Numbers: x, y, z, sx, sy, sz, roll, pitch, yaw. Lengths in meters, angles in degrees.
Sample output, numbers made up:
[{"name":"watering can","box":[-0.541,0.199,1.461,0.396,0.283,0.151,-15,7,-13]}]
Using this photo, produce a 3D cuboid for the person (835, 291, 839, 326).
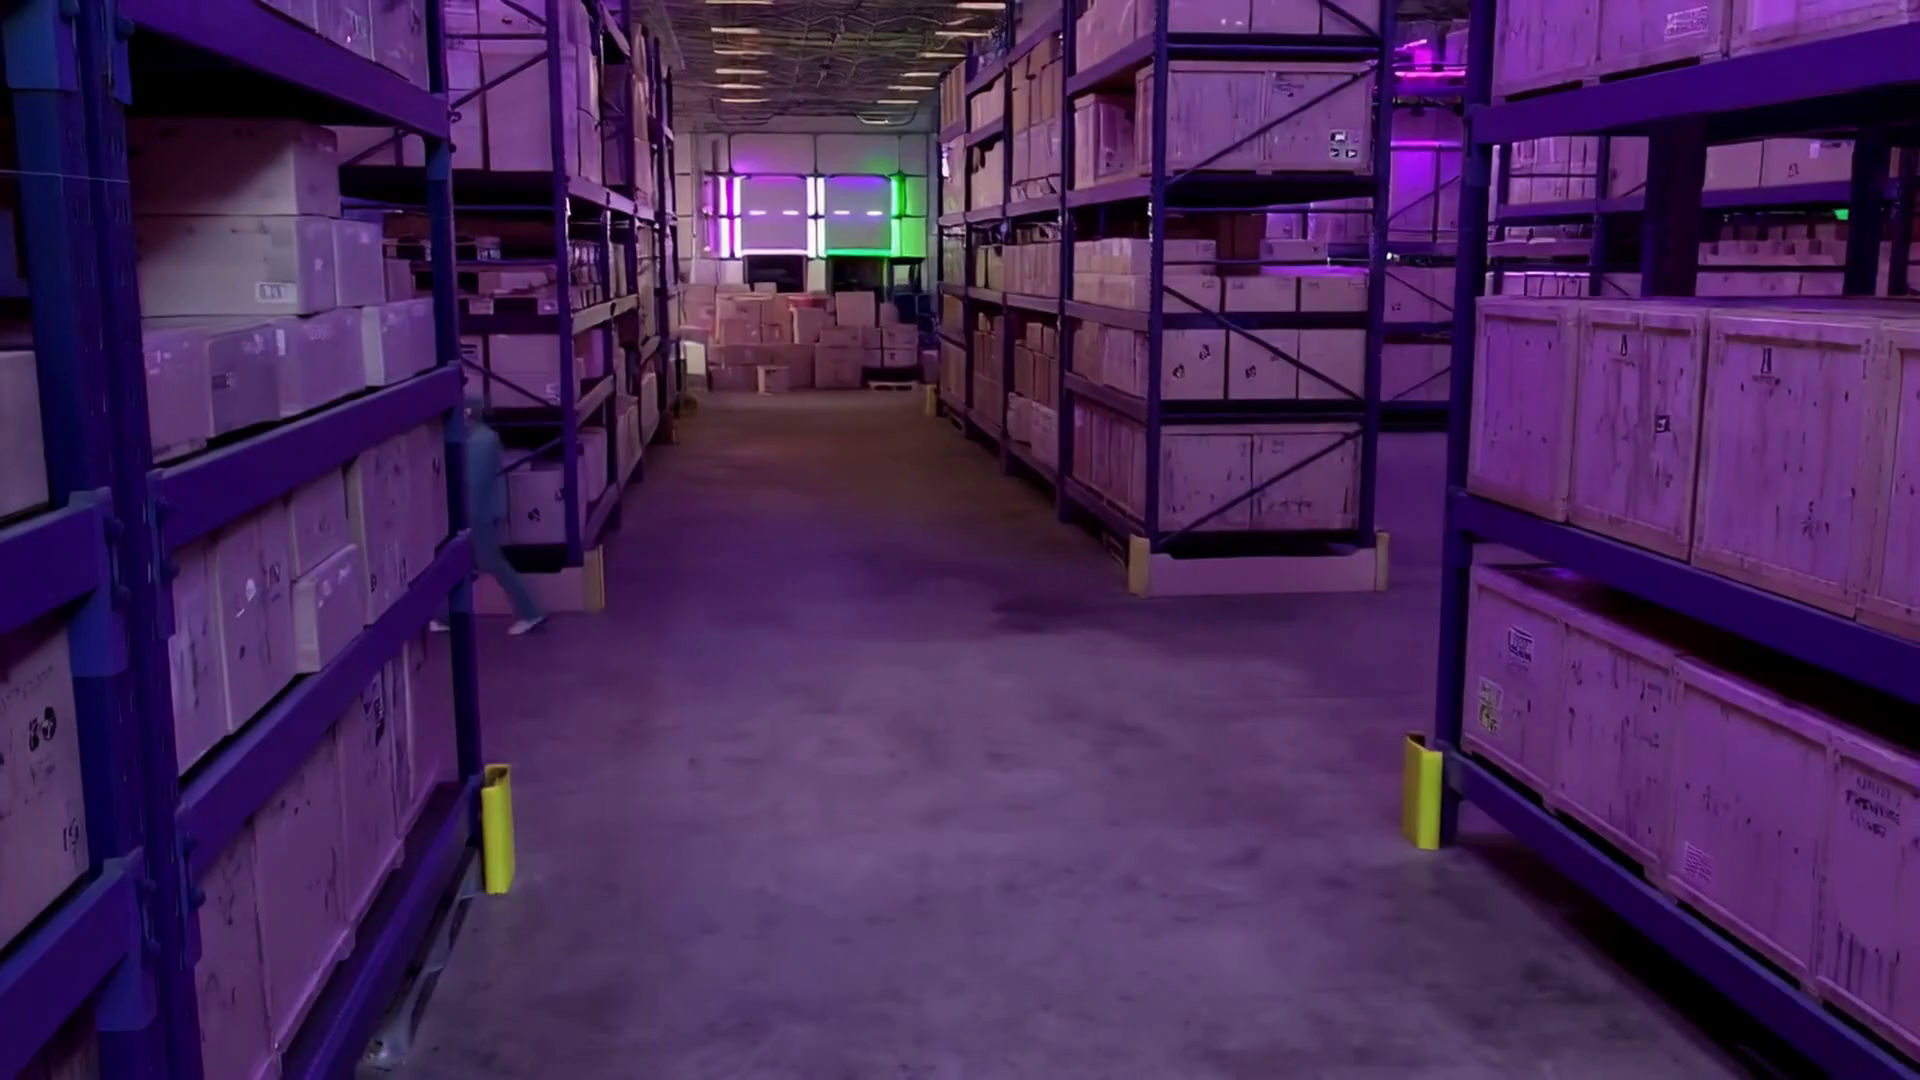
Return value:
[{"name":"person","box":[-3.949,-7.505,55.773,0.780,1.670,0.535,-1,10,-4]}]

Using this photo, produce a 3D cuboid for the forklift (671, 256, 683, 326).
[{"name":"forklift","box":[-11.354,-9.571,64.286,1.129,2.768,1.873,-1,10,-7]}]

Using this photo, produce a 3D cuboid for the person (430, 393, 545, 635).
[{"name":"person","box":[-3.642,-0.183,12.606,0.977,1.865,0.659,-1,10,-7]}]

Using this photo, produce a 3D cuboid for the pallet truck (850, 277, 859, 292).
[{"name":"pallet truck","box":[-3.782,-9.391,65.808,1.885,1.965,0.823,2,10,10]}]

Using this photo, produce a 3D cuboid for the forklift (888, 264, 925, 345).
[{"name":"forklift","box":[-1.879,-7.661,53.164,1.129,2.768,1.873,-2,10,-14]}]
